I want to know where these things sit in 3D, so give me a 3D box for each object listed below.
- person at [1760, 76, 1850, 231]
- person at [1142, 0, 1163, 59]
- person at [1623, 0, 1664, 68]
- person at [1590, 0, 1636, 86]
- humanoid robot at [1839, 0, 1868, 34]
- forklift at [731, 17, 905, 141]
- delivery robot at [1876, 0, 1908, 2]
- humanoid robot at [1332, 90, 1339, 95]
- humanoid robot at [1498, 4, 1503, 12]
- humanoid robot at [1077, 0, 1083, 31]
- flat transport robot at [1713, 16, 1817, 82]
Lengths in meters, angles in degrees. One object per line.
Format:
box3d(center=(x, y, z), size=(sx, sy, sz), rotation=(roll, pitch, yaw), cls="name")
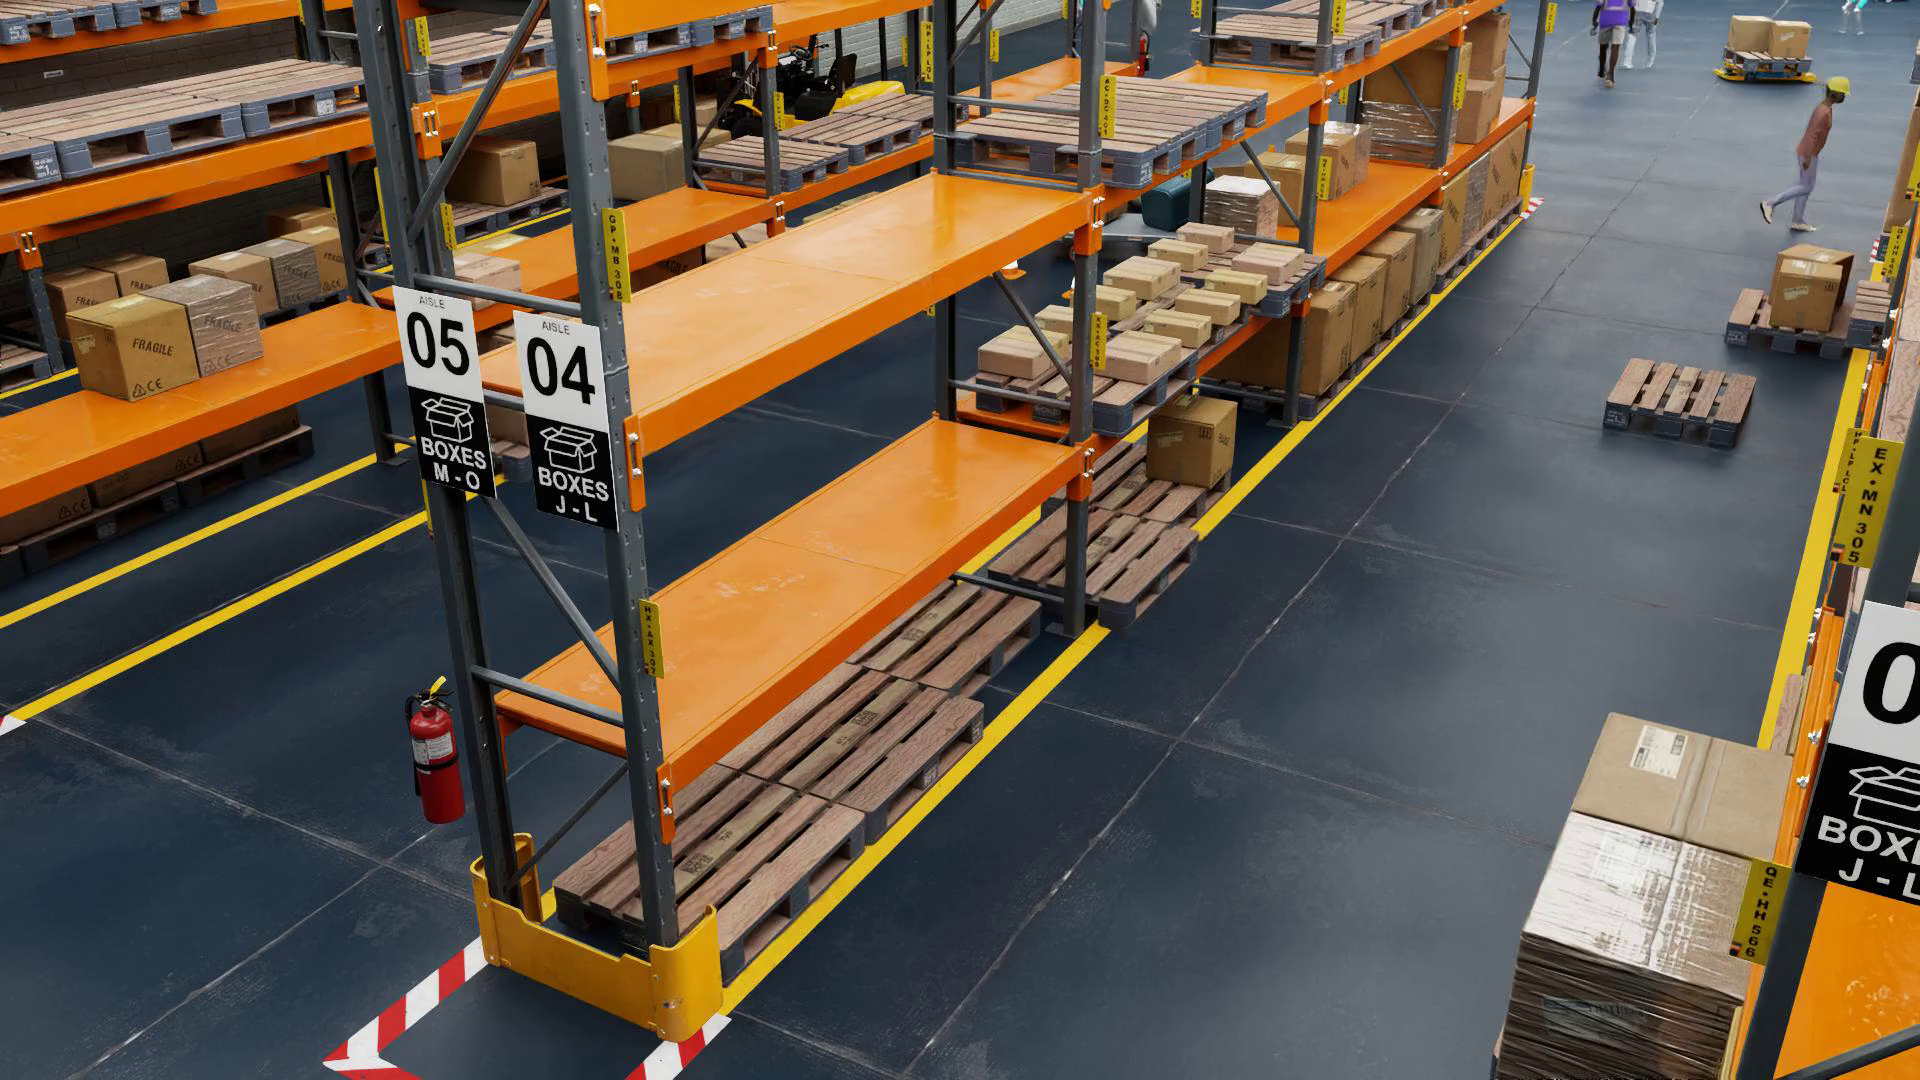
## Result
box3d(center=(9.489, -4.327, 18.638), size=(0.597, 1.738, 0.530), rotation=(13, 29, 25), cls="person")
box3d(center=(3.292, -9.285, 28.737), size=(0.512, 1.923, 0.644), rotation=(14, 29, 27), cls="person")
box3d(center=(11.542, -8.918, 28.025), size=(0.588, 1.863, 0.737), rotation=(12, 28, 24), cls="person")
box3d(center=(10.502, -8.309, 26.729), size=(0.658, 1.910, 1.023), rotation=(10, 27, 19), cls="person")
box3d(center=(16.975, -10.403, 31.311), size=(0.783, 1.801, 0.534), rotation=(-12, 28, -24), cls="humanoid robot")
box3d(center=(-1.819, -5.975, 21.543), size=(2.313, 2.155, 1.214), rotation=(14, 29, 26), cls="forklift")
box3d(center=(19.946, -11.790, 35.521), size=(0.801, 0.604, 0.499), rotation=(-16, 30, -29), cls="delivery robot")
box3d(center=(5.966, -7.703, 25.722), size=(0.590, 1.643, 0.454), rotation=(9, 27, 19), cls="humanoid robot")
box3d(center=(8.646, -8.517, 27.427), size=(0.612, 1.645, 0.472), rotation=(4, 26, 9), cls="humanoid robot")
box3d(center=(2.292, -10.565, 31.600), size=(0.544, 1.782, 0.756), rotation=(14, 29, 27), cls="humanoid robot")
box3d(center=(13.226, -7.691, 27.324), size=(1.431, 0.231, 0.659), rotation=(2, 26, 5), cls="flat transport robot")
